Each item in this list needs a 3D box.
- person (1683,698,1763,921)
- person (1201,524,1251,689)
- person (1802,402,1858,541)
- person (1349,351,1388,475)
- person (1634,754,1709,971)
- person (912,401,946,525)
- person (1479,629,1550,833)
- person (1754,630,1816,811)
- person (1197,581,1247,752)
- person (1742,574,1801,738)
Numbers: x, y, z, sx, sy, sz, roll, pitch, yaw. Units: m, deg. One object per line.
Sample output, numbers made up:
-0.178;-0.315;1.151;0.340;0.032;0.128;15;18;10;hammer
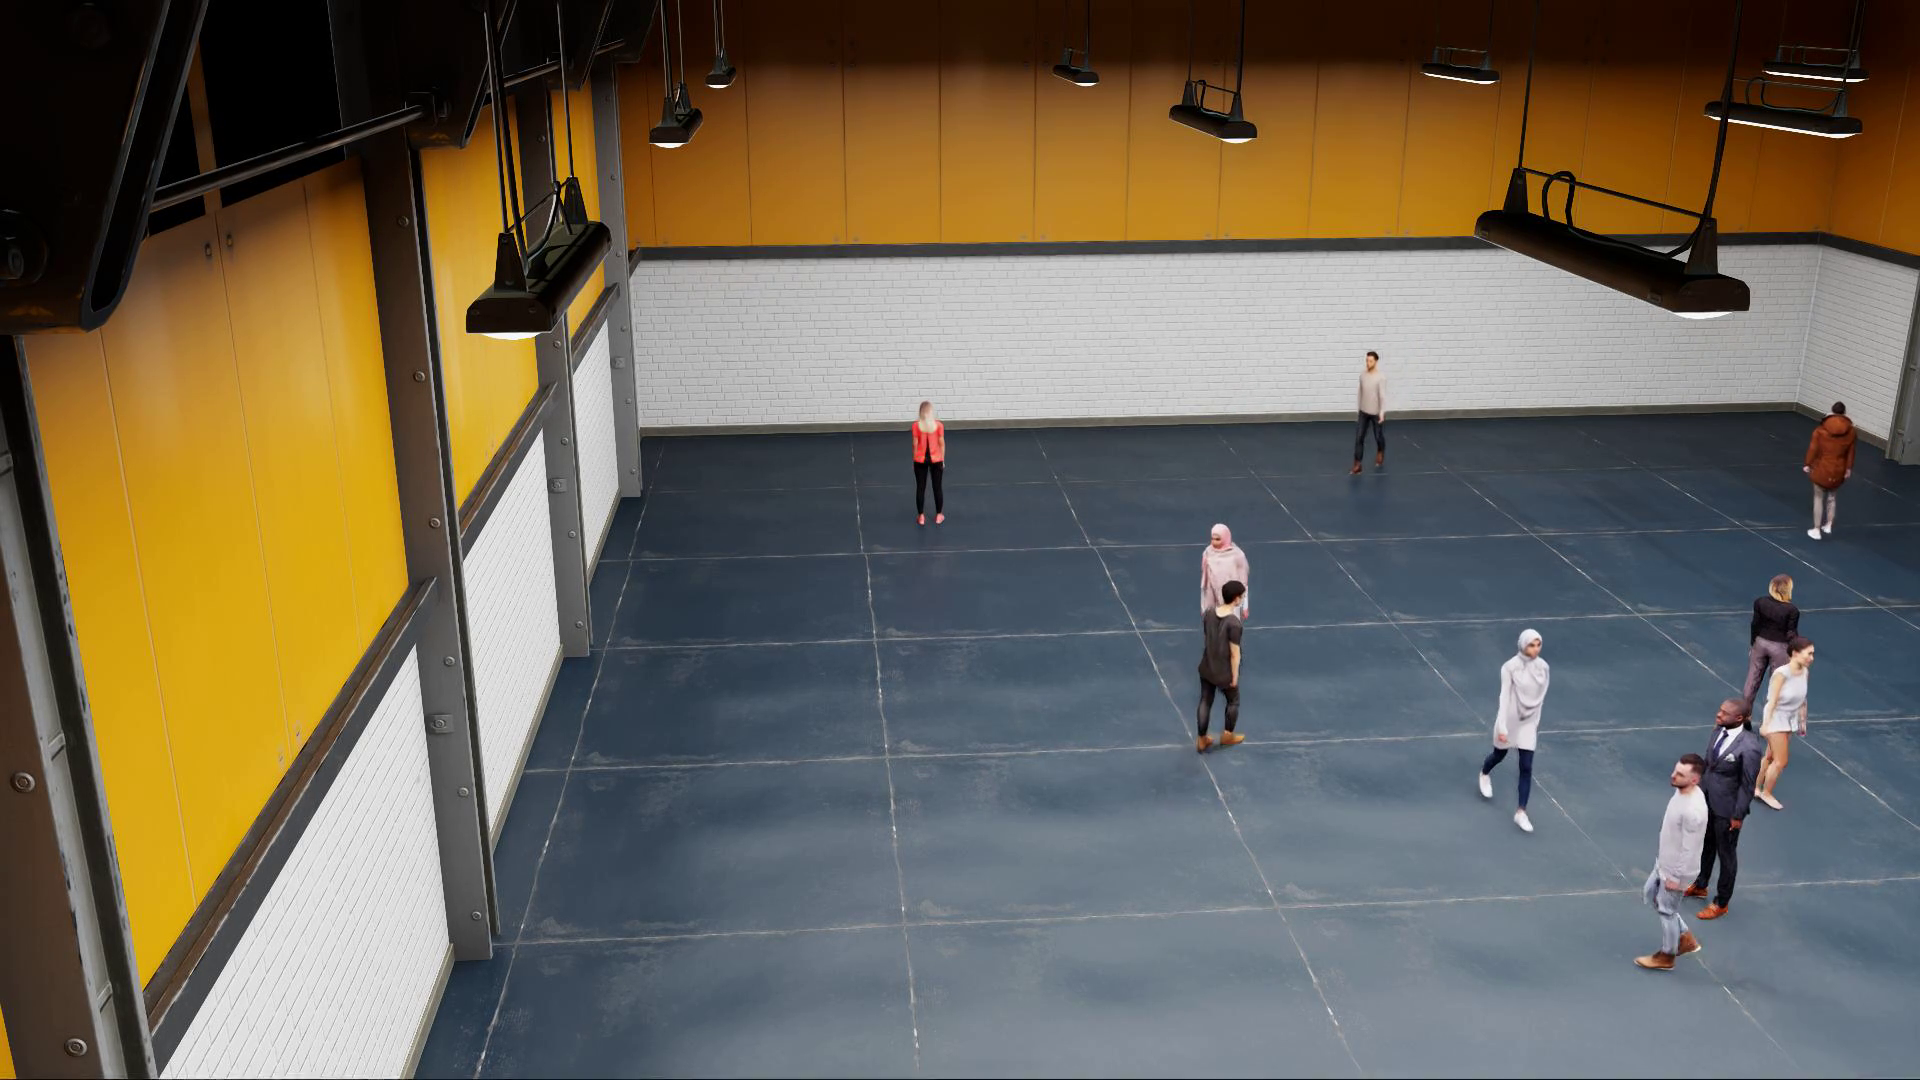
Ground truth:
5.995;2.078;13.082;0.760;1.824;0.547;-3;19;-10;person
2.782;0.666;17.337;0.830;1.783;0.884;9;21;26;person
11.457;-0.881;21.875;0.747;1.820;0.730;1;19;2;person
6.216;-1.913;24.932;1.176;1.824;1.267;14;23;35;person
5.340;2.383;12.183;0.880;1.820;0.756;6;19;16;person
-0.432;-1.058;22.598;0.606;1.694;0.549;0;19;0;person
4.846;1.601;14.627;0.603;1.742;1.124;-1;19;-4;person
7.287;1.576;14.905;0.704;1.611;0.747;-10;21;-26;person
2.421;1.230;15.815;0.857;1.686;0.913;14;23;36;person
7.872;1.120;16.165;0.732;1.672;0.649;-17;25;-41;person
